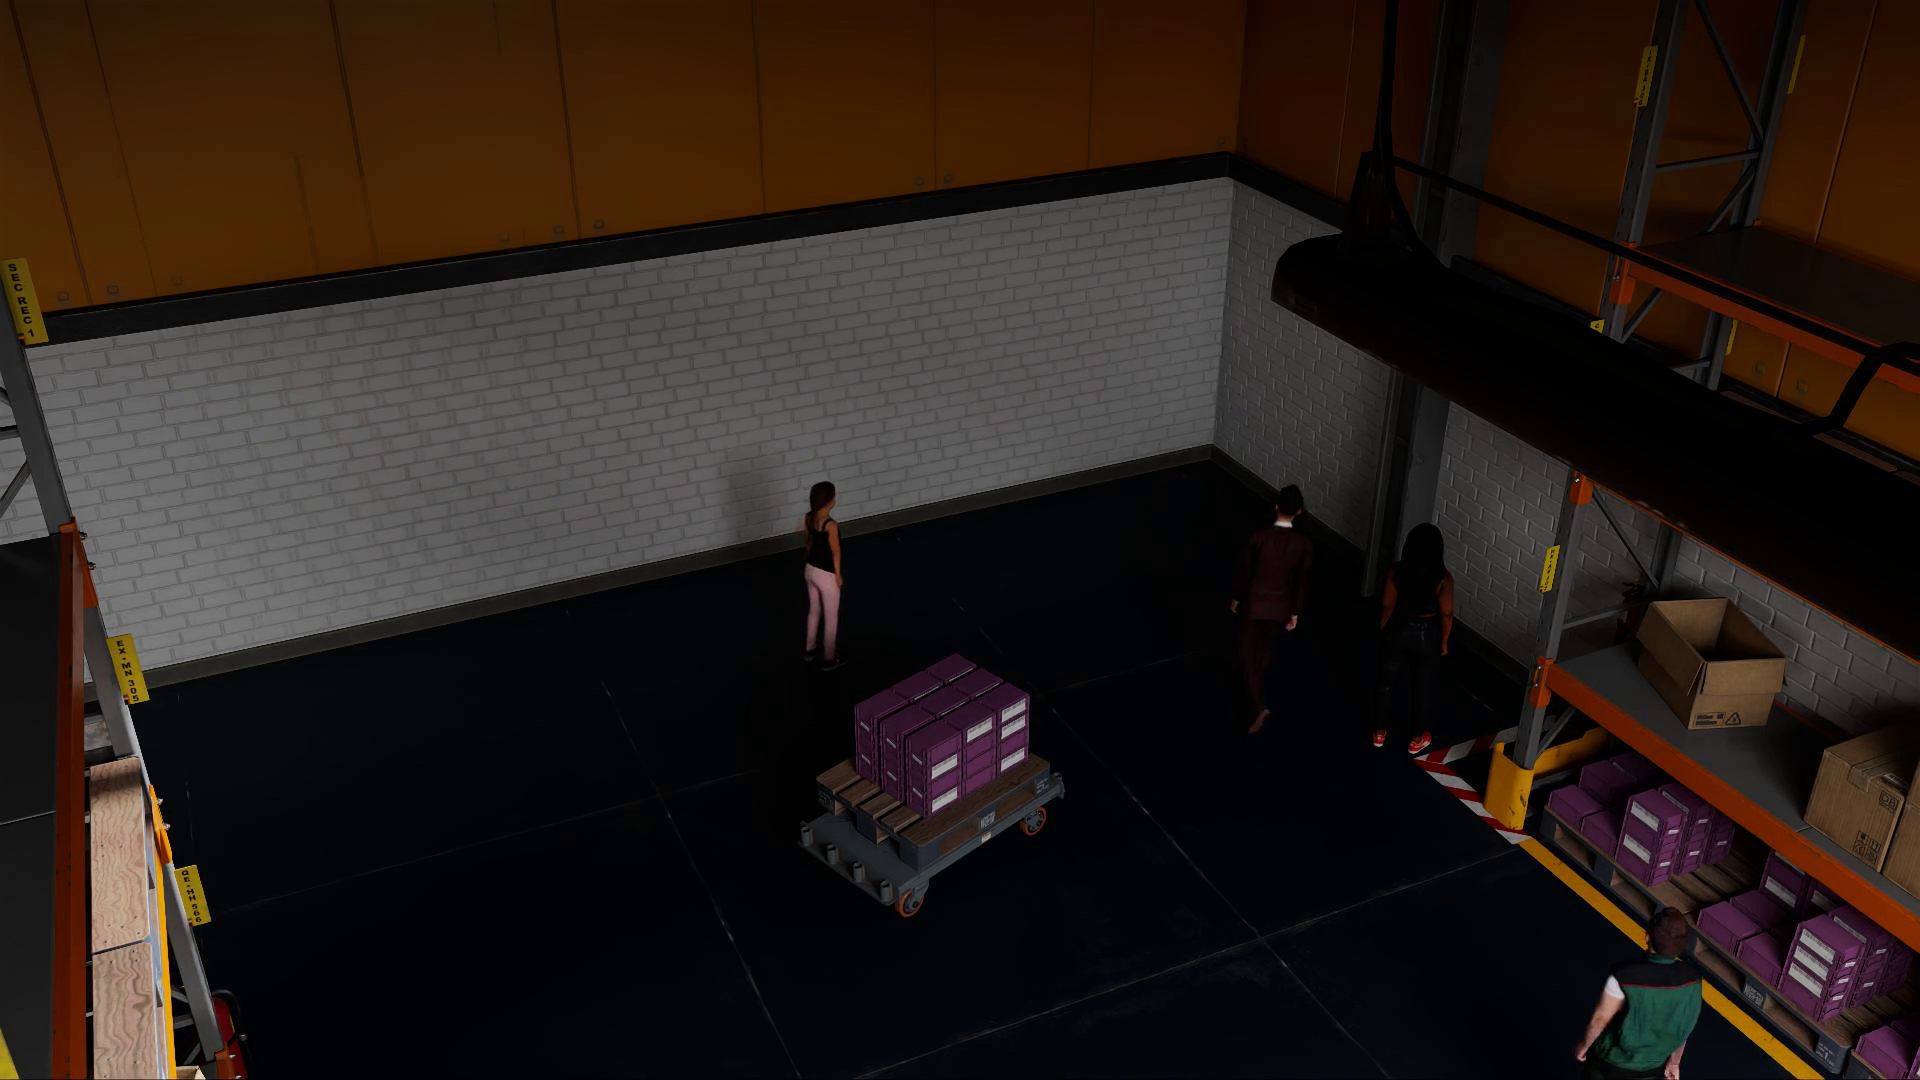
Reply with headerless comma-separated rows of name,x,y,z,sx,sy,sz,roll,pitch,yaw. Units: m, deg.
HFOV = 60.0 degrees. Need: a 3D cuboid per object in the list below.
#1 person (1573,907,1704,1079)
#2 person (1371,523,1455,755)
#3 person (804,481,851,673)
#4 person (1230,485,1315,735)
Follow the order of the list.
person,3.330,2.614,8.246,0.868,1.815,1.173,-4,29,-7
person,3.199,0.689,11.774,0.756,1.816,0.828,12,31,21
person,-1.061,0.274,12.805,0.545,1.557,0.649,24,37,37
person,2.236,0.527,12.058,0.965,1.829,1.201,-2,29,-4
